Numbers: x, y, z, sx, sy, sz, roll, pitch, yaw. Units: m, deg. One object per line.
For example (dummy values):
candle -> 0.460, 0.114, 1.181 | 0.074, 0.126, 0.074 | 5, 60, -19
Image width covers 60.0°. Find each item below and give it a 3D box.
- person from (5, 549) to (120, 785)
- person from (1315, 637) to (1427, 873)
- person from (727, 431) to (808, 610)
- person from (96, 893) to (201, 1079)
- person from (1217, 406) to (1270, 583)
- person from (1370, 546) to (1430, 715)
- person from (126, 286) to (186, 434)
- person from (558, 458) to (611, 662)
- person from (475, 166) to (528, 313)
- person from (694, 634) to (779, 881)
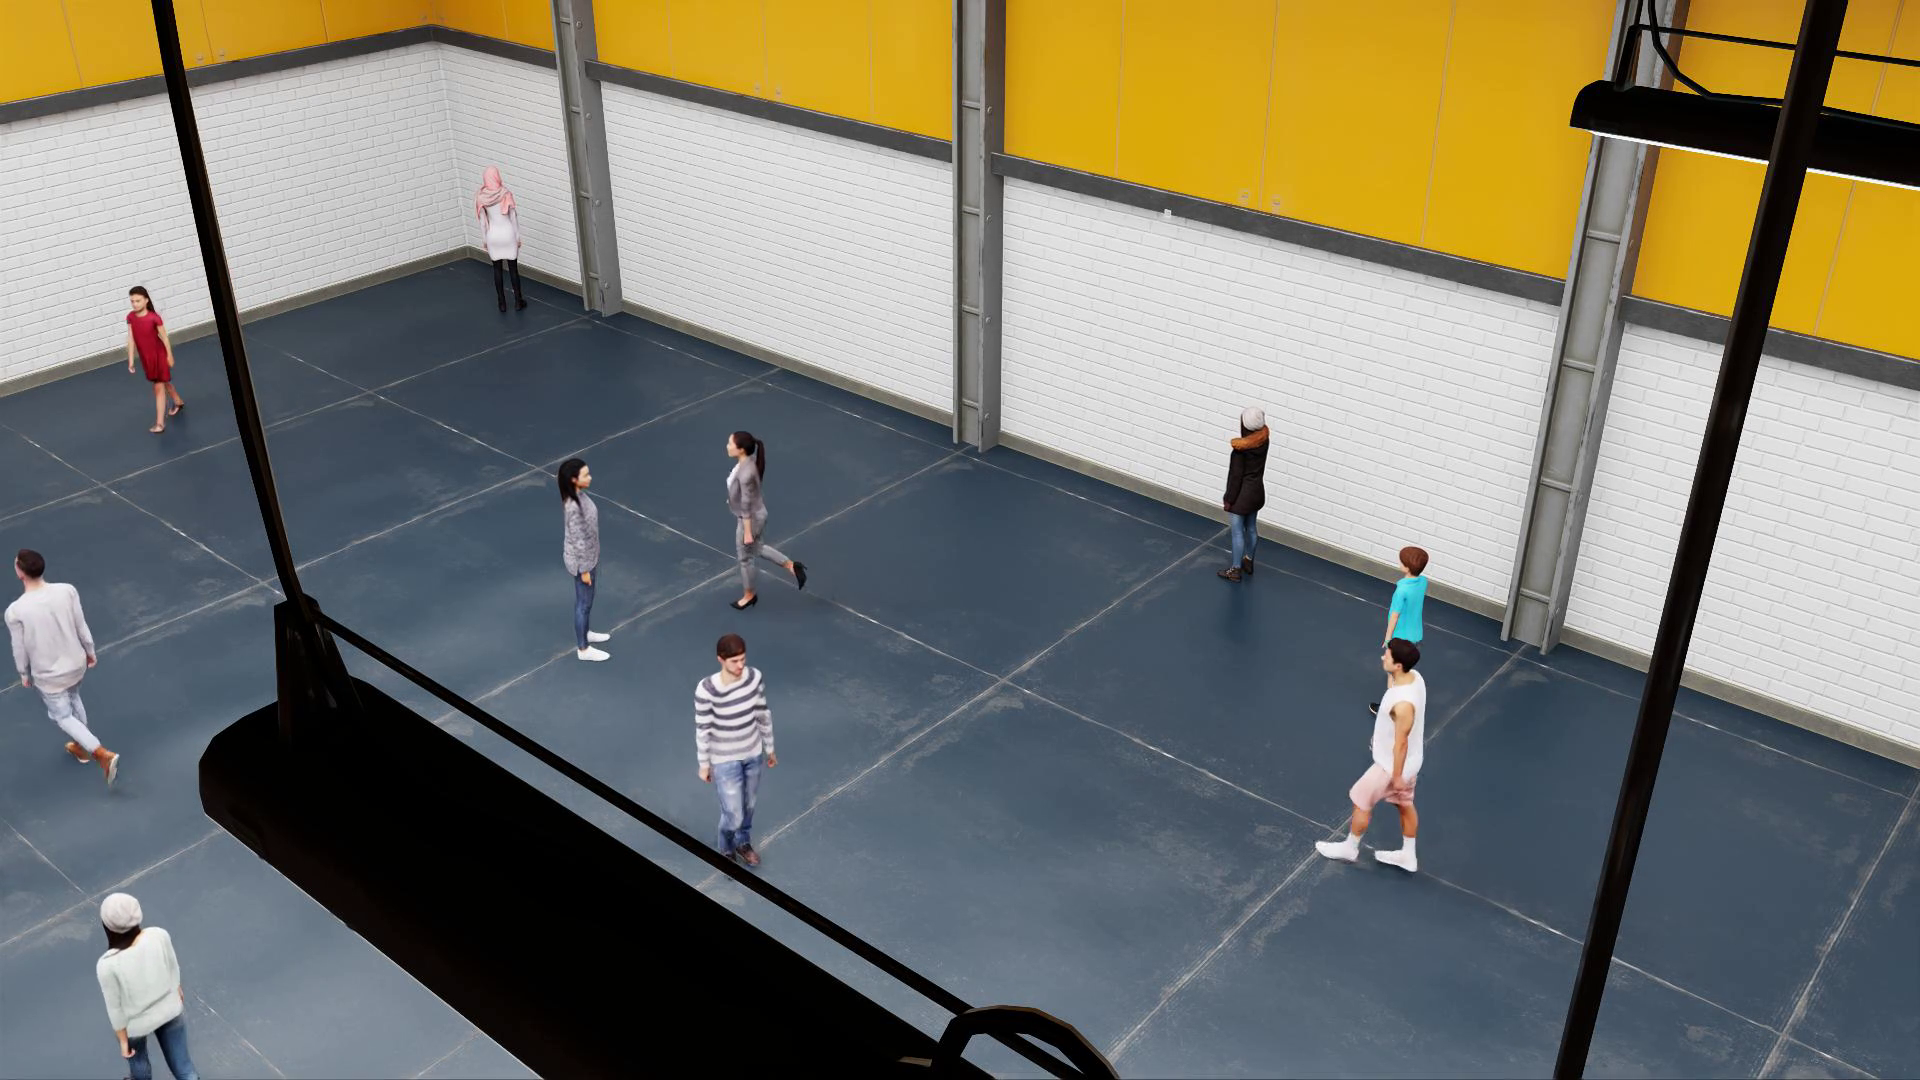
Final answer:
person -> -6.374, 0.923, 11.835 | 1.099, 1.815, 0.769 | 17, 33, 29
person -> 2.949, 1.459, 10.912 | 0.958, 1.758, 0.747 | 15, 32, 25
person -> -1.676, -0.148, 13.955 | 1.017, 1.664, 0.928 | -1, 29, -2
person -> -4.315, 2.601, 8.961 | 0.912, 1.621, 0.591 | 21, 35, 33
person -> 2.481, -0.411, 14.469 | 0.647, 1.634, 0.629 | -25, 37, -38
person -> 3.393, 0.691, 12.641 | 0.545, 1.450, 0.530 | -21, 35, -34
person -> -8.409, -1.936, 17.394 | 1.055, 1.511, 0.992 | 2, 29, 5
person -> -3.041, 0.134, 13.368 | 0.753, 1.732, 0.673 | -5, 29, -9
person -> -5.590, -3.672, 20.270 | 0.741, 1.804, 0.792 | -4, 29, -7
person -> -1.534, 1.375, 10.986 | 0.735, 1.835, 0.737 | -20, 35, -32
